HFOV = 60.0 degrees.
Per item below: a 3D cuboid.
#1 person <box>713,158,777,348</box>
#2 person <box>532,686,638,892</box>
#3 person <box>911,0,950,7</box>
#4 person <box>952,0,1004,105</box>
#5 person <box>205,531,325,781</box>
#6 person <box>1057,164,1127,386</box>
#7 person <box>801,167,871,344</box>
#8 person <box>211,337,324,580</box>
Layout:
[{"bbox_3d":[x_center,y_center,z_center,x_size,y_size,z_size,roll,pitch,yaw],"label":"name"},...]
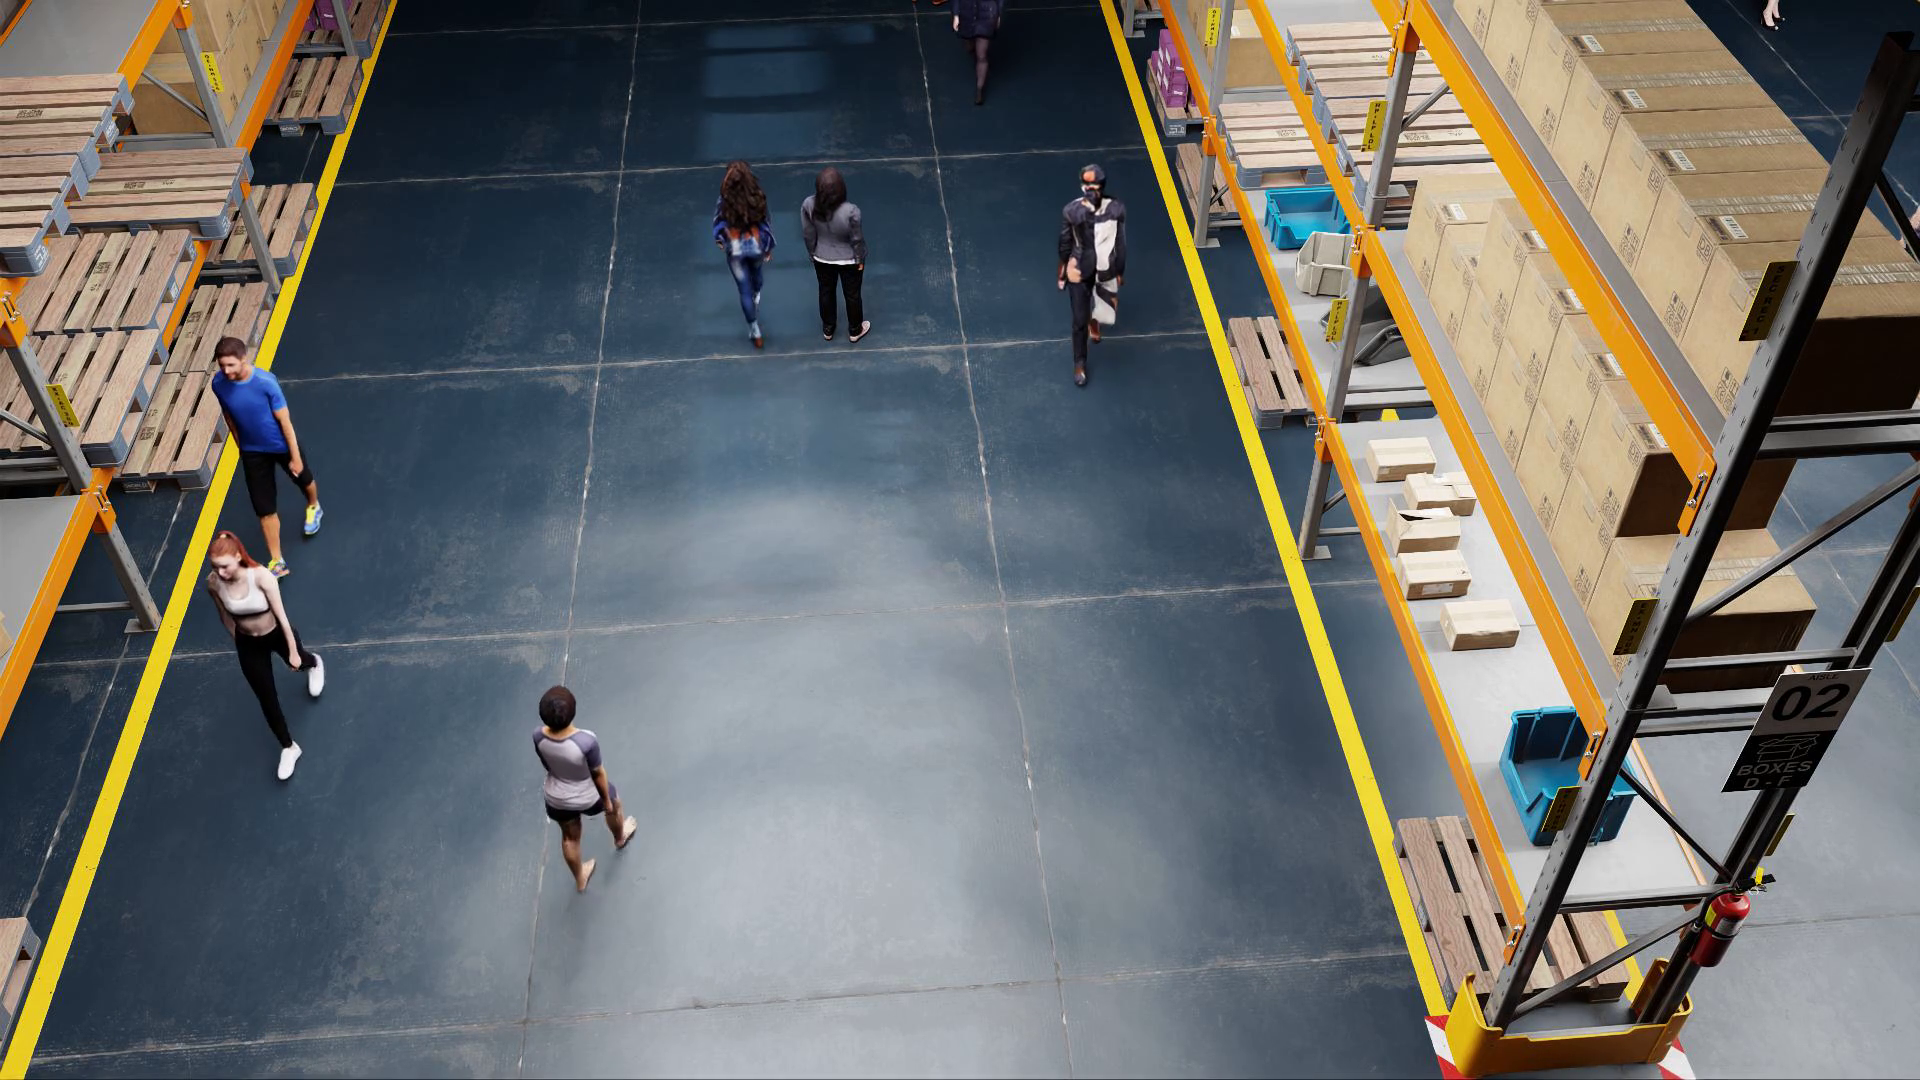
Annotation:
[{"bbox_3d":[-1.703,-2.266,13.321,0.751,1.589,0.989,-13,45,-13],"label":"person"},{"bbox_3d":[-2.197,1.467,9.434,0.701,1.545,0.855,8,44,8],"label":"person"},{"bbox_3d":[-0.365,-6.623,17.737,0.769,1.807,0.778,19,47,19],"label":"person"},{"bbox_3d":[0.180,-5.169,16.321,0.832,1.654,1.068,7,44,8],"label":"person"},{"bbox_3d":[-4.233,0.566,10.263,0.577,1.707,1.148,-4,44,-4],"label":"person"},{"bbox_3d":[1.019,-2.120,12.959,0.683,1.876,0.846,-4,44,-4],"label":"person"},{"bbox_3d":[-0.982,-2.291,13.340,0.759,1.598,0.772,11,45,11],"label":"person"},{"bbox_3d":[-4.738,-0.699,11.506,0.647,1.823,1.156,-2,44,-2],"label":"person"}]
